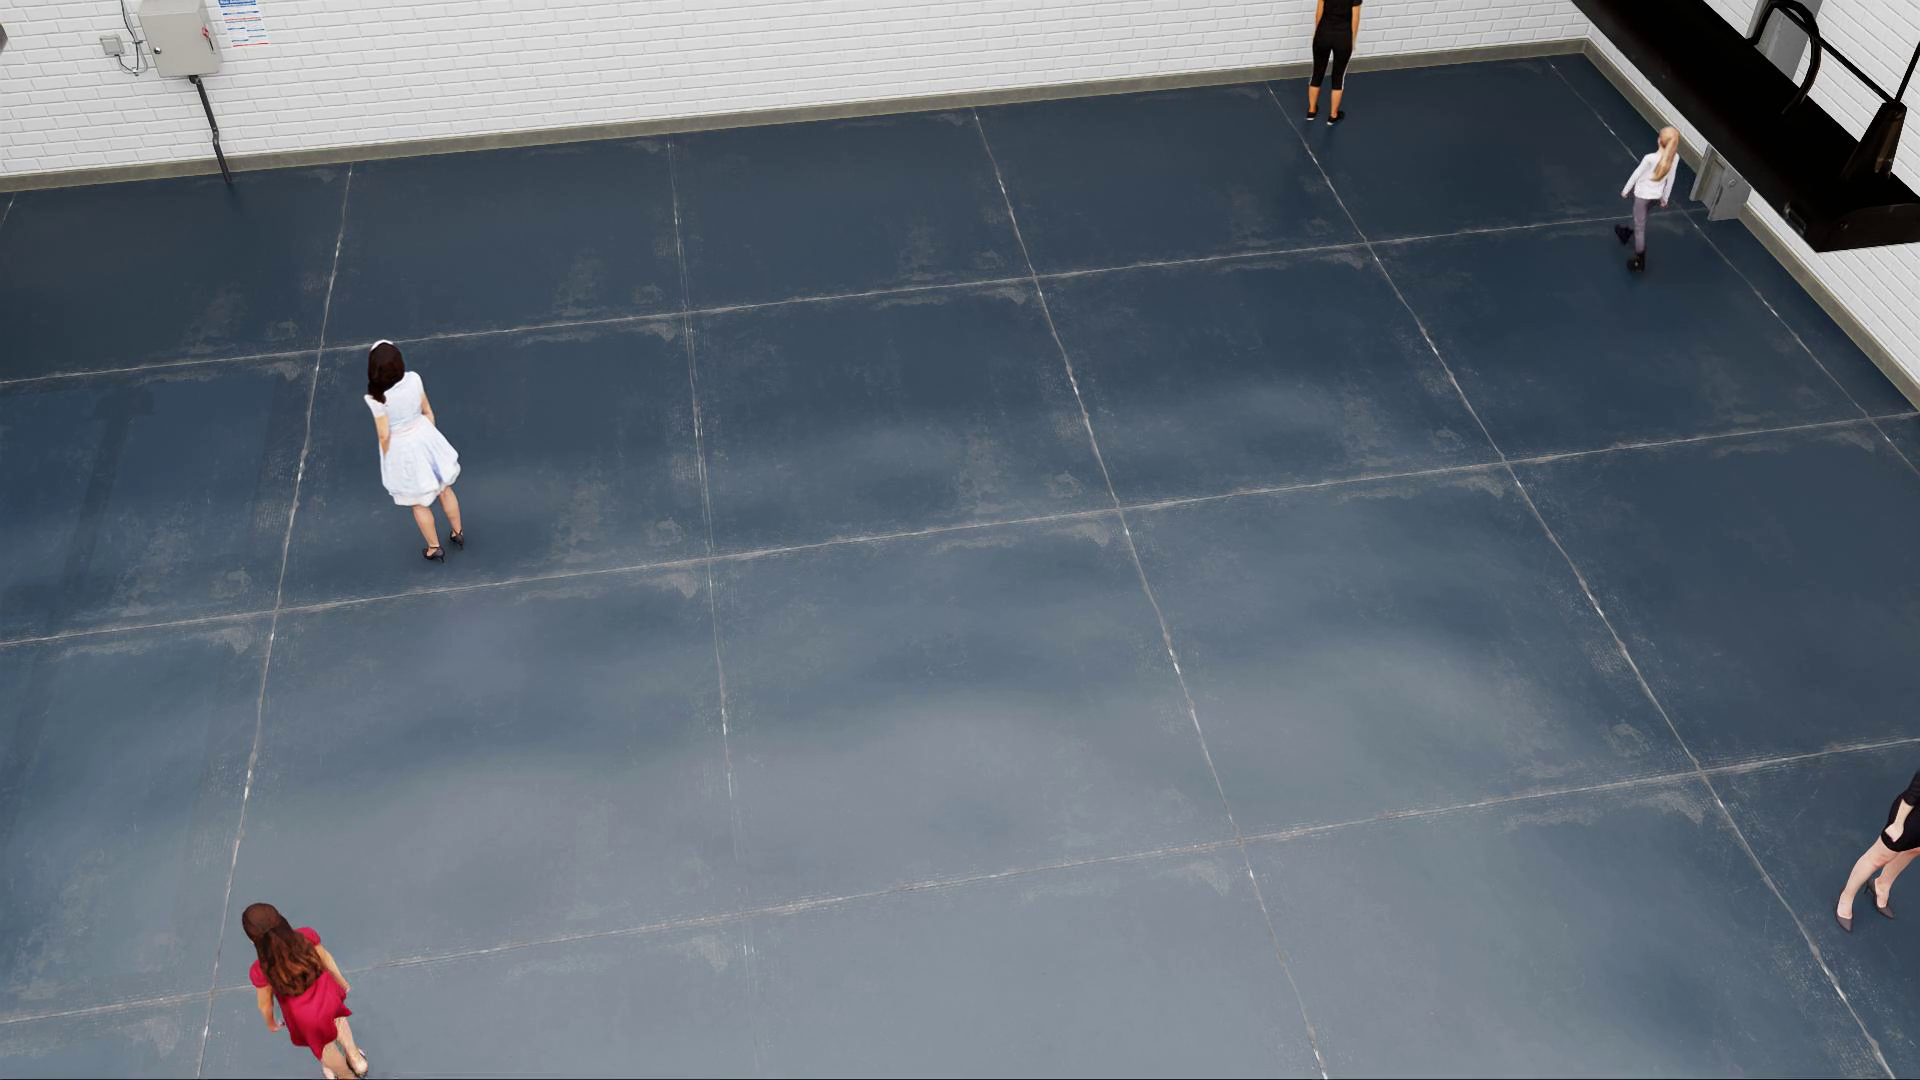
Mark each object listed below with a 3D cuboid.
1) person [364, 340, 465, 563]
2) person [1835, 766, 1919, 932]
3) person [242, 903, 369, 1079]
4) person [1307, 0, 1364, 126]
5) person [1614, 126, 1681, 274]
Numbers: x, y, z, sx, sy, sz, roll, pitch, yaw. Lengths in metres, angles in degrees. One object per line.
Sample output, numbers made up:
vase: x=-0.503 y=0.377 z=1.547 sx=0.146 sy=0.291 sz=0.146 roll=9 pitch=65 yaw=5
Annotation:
person: x=-3.686 y=-0.583 z=11.231 sx=0.905 sy=1.816 sz=0.855 roll=34 pitch=53 yaw=30
person: x=5.243 y=1.499 z=9.053 sx=0.604 sy=1.806 sz=0.501 roll=-11 pitch=45 yaw=-11
person: x=-3.227 y=2.348 z=8.352 sx=0.771 sy=1.544 sz=0.712 roll=28 pitch=50 yaw=26
person: x=3.531 y=-4.744 z=15.706 sx=0.657 sy=1.668 sz=0.696 roll=21 pitch=47 yaw=20
person: x=5.825 y=-2.858 z=14.032 sx=0.506 sy=1.246 sz=0.904 roll=-9 pitch=44 yaw=-9
